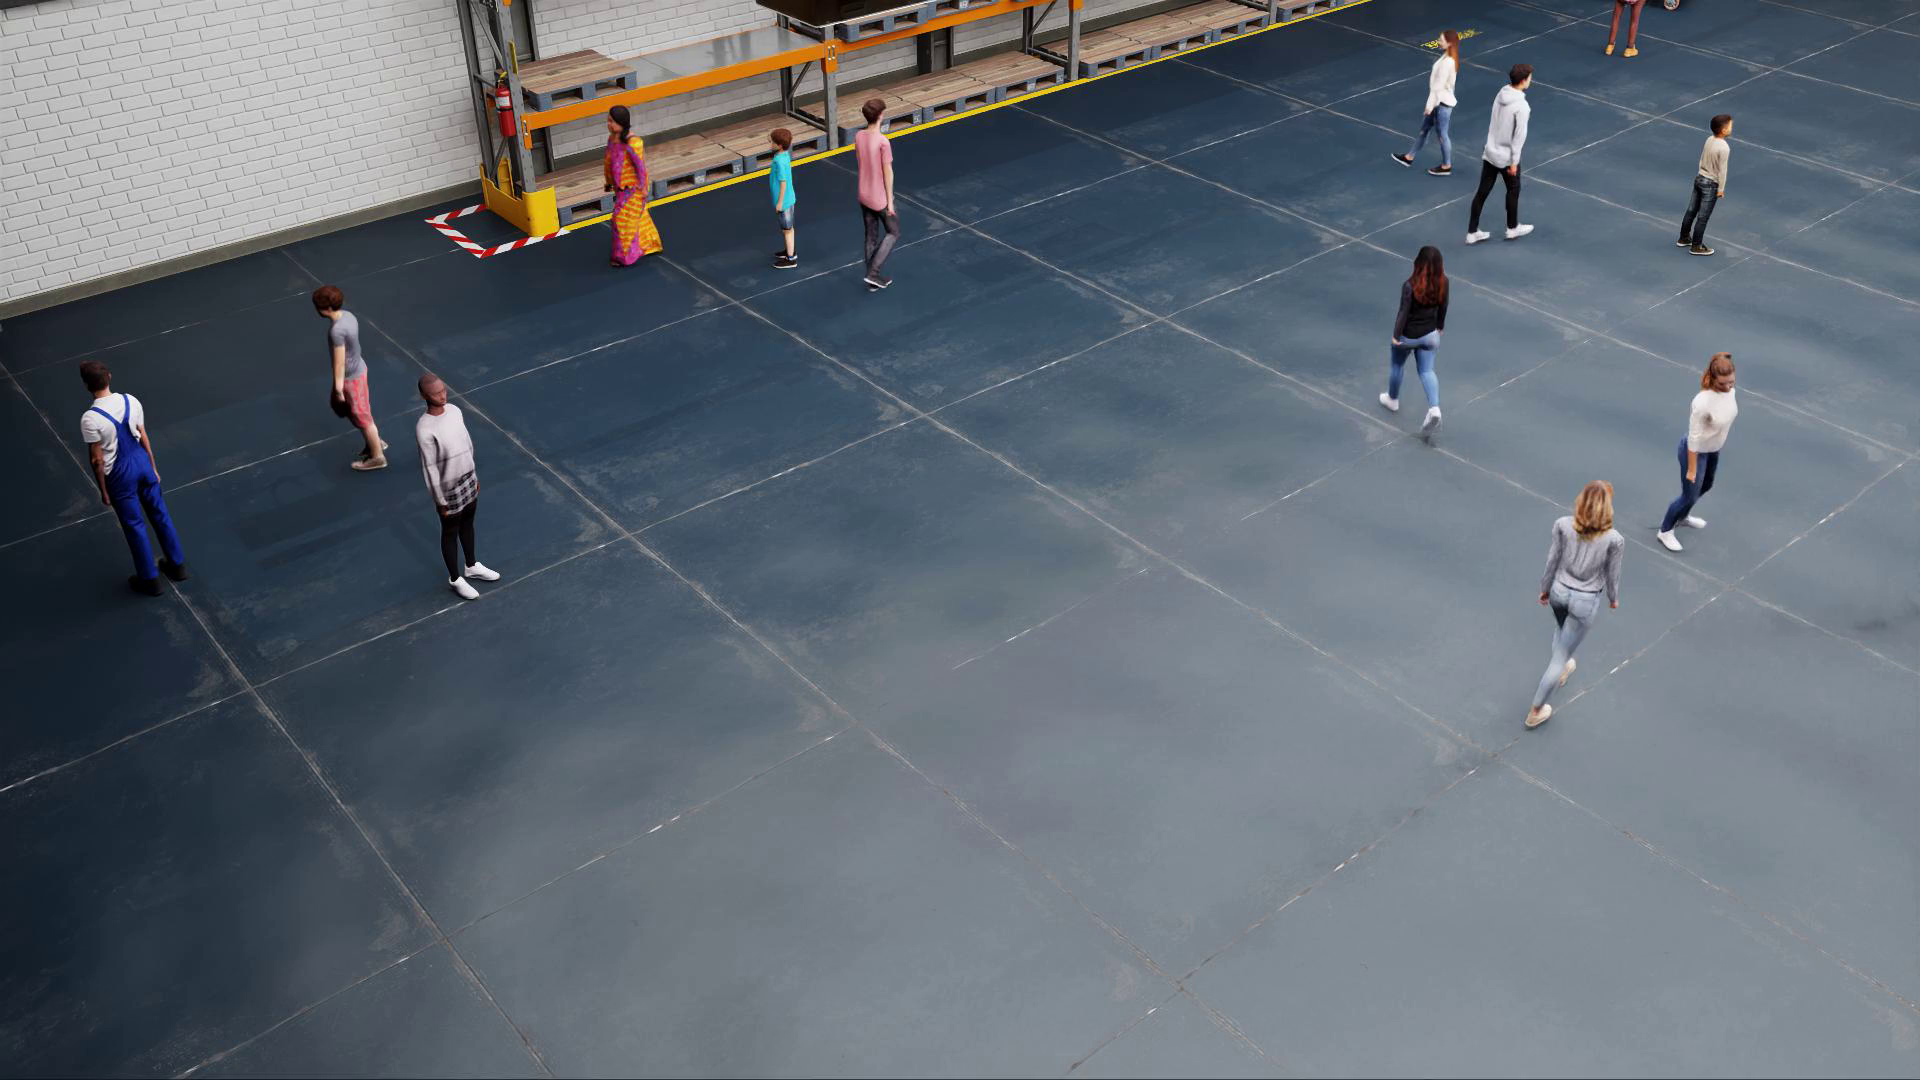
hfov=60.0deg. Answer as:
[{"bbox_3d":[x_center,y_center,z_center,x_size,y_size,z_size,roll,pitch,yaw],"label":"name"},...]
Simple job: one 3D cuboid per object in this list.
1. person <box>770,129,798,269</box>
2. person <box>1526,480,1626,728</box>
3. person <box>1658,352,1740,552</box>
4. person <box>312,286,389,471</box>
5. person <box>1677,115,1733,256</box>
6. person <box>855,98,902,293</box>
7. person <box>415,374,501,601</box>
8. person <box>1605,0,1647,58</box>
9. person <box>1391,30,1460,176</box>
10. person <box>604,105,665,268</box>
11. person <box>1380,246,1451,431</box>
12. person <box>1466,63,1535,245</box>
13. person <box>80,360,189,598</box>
[{"bbox_3d":[-1.800,-3.517,17.036,0.641,1.449,0.597,-1,34,-1],"label":"person"},{"bbox_3d":[3.936,0.454,10.779,1.035,1.762,0.681,-29,43,-36],"label":"person"},{"bbox_3d":[5.551,-0.669,12.522,0.864,1.702,0.493,22,39,29],"label":"person"},{"bbox_3d":[-4.874,-1.320,13.560,0.771,1.638,0.728,-4,34,-6],"label":"person"},{"bbox_3d":[7.781,-3.711,17.314,0.641,1.465,0.631,-7,34,-11],"label":"person"},{"bbox_3d":[-0.885,-3.328,16.299,0.709,1.950,0.728,25,41,32],"label":"person"},{"bbox_3d":[-3.693,-0.411,12.071,0.758,1.772,0.635,12,36,18],"label":"person"},{"bbox_3d":[9.213,-7.526,22.816,0.671,1.728,0.667,22,39,29],"label":"person"},{"bbox_3d":[5.579,-4.975,19.033,0.986,1.666,0.989,10,35,15],"label":"person"},{"bbox_3d":[-3.347,-3.675,17.097,0.894,1.646,0.668,-21,39,-28],"label":"person"},{"bbox_3d":[3.932,-1.703,14.165,1.090,1.606,0.988,-8,35,-13],"label":"person"},{"bbox_3d":[5.570,-3.994,17.347,1.083,1.898,0.862,-15,37,-22],"label":"person"},{"bbox_3d":[-6.032,-0.460,12.077,0.746,1.848,0.614,18,38,25],"label":"person"}]
